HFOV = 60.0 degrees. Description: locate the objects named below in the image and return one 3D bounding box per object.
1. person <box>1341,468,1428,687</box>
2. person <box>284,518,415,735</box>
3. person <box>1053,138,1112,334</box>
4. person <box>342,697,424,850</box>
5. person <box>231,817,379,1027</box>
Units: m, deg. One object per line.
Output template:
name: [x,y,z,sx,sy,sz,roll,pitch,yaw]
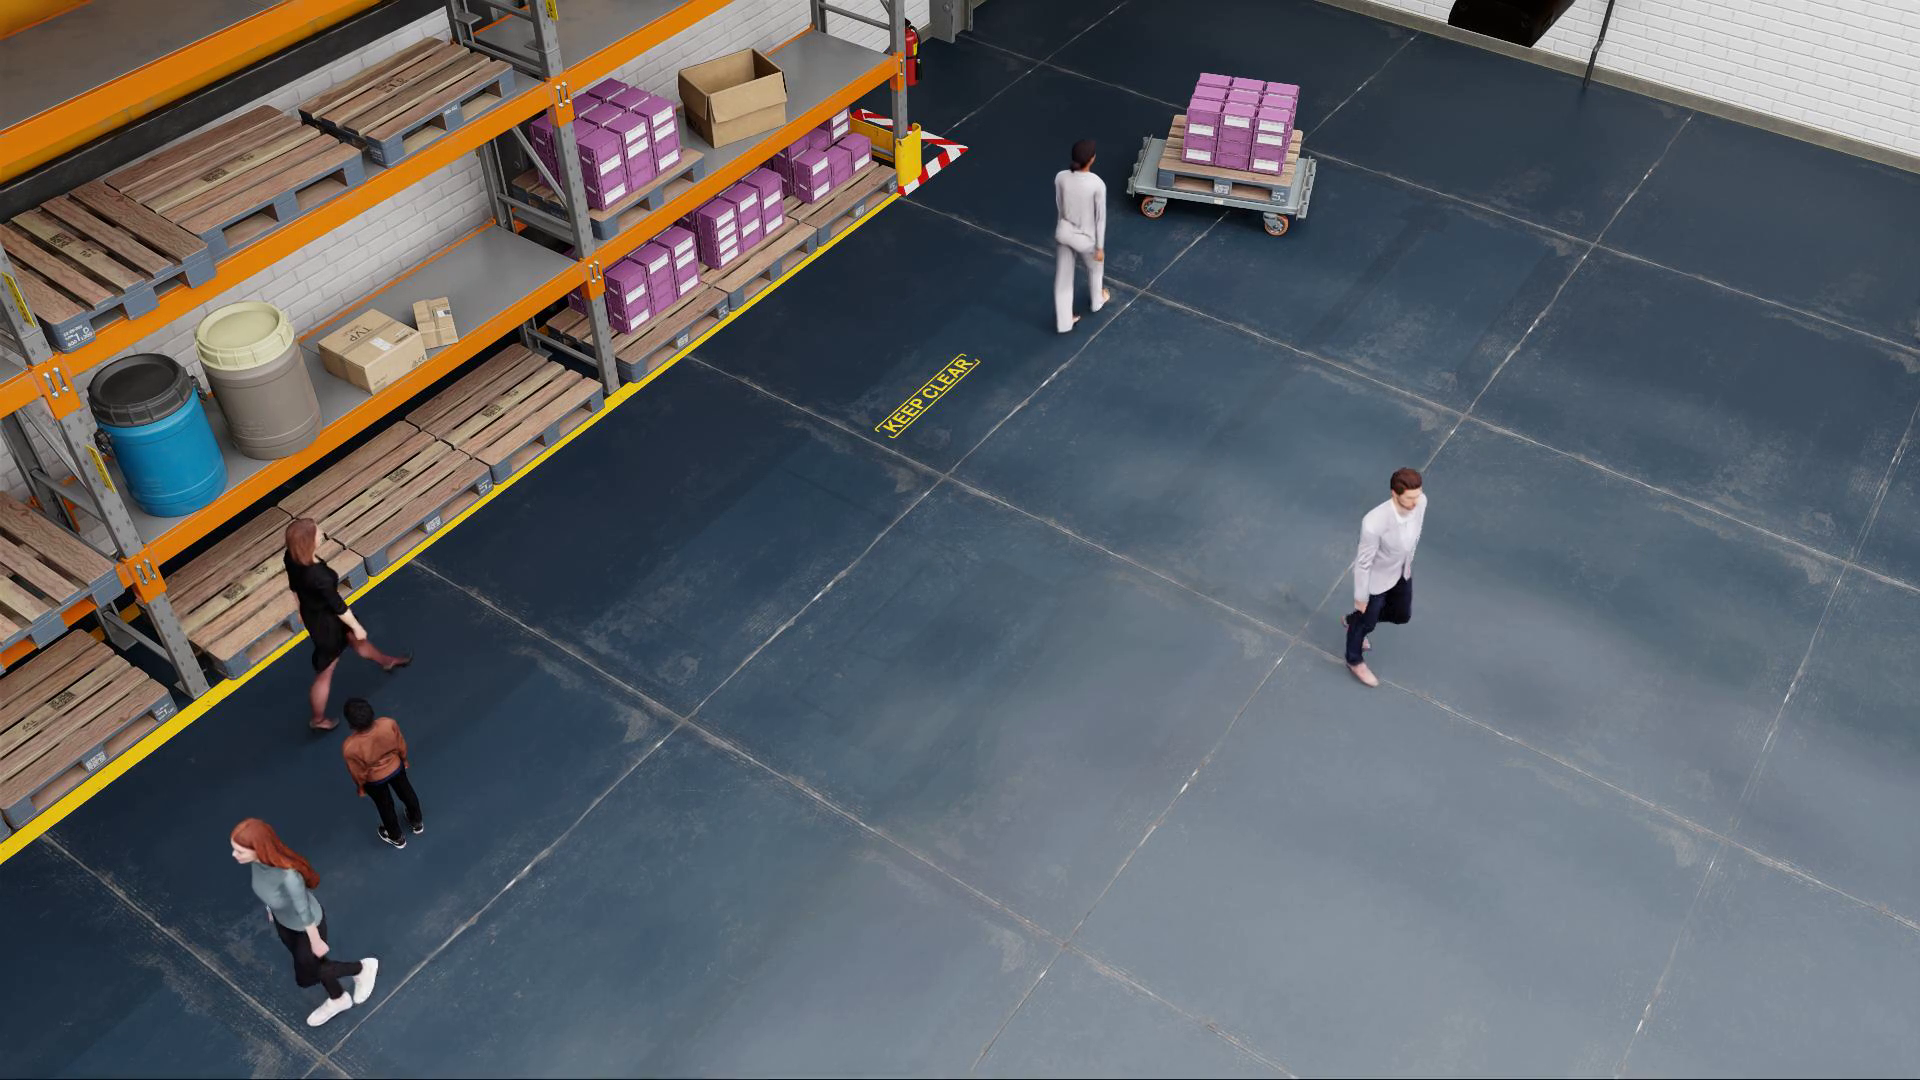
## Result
person: [2.691,0.167,10.824,0.798,1.834,0.891,-25,49,-24]
person: [-4.079,0.599,10.497,0.707,1.659,1.096,33,53,30]
person: [0.932,-2.442,13.651,0.704,1.712,0.926,22,48,21]
person: [-3.465,1.384,9.966,0.604,1.256,0.446,33,52,30]
person: [-3.480,2.021,8.953,0.636,1.731,0.723,32,52,29]
